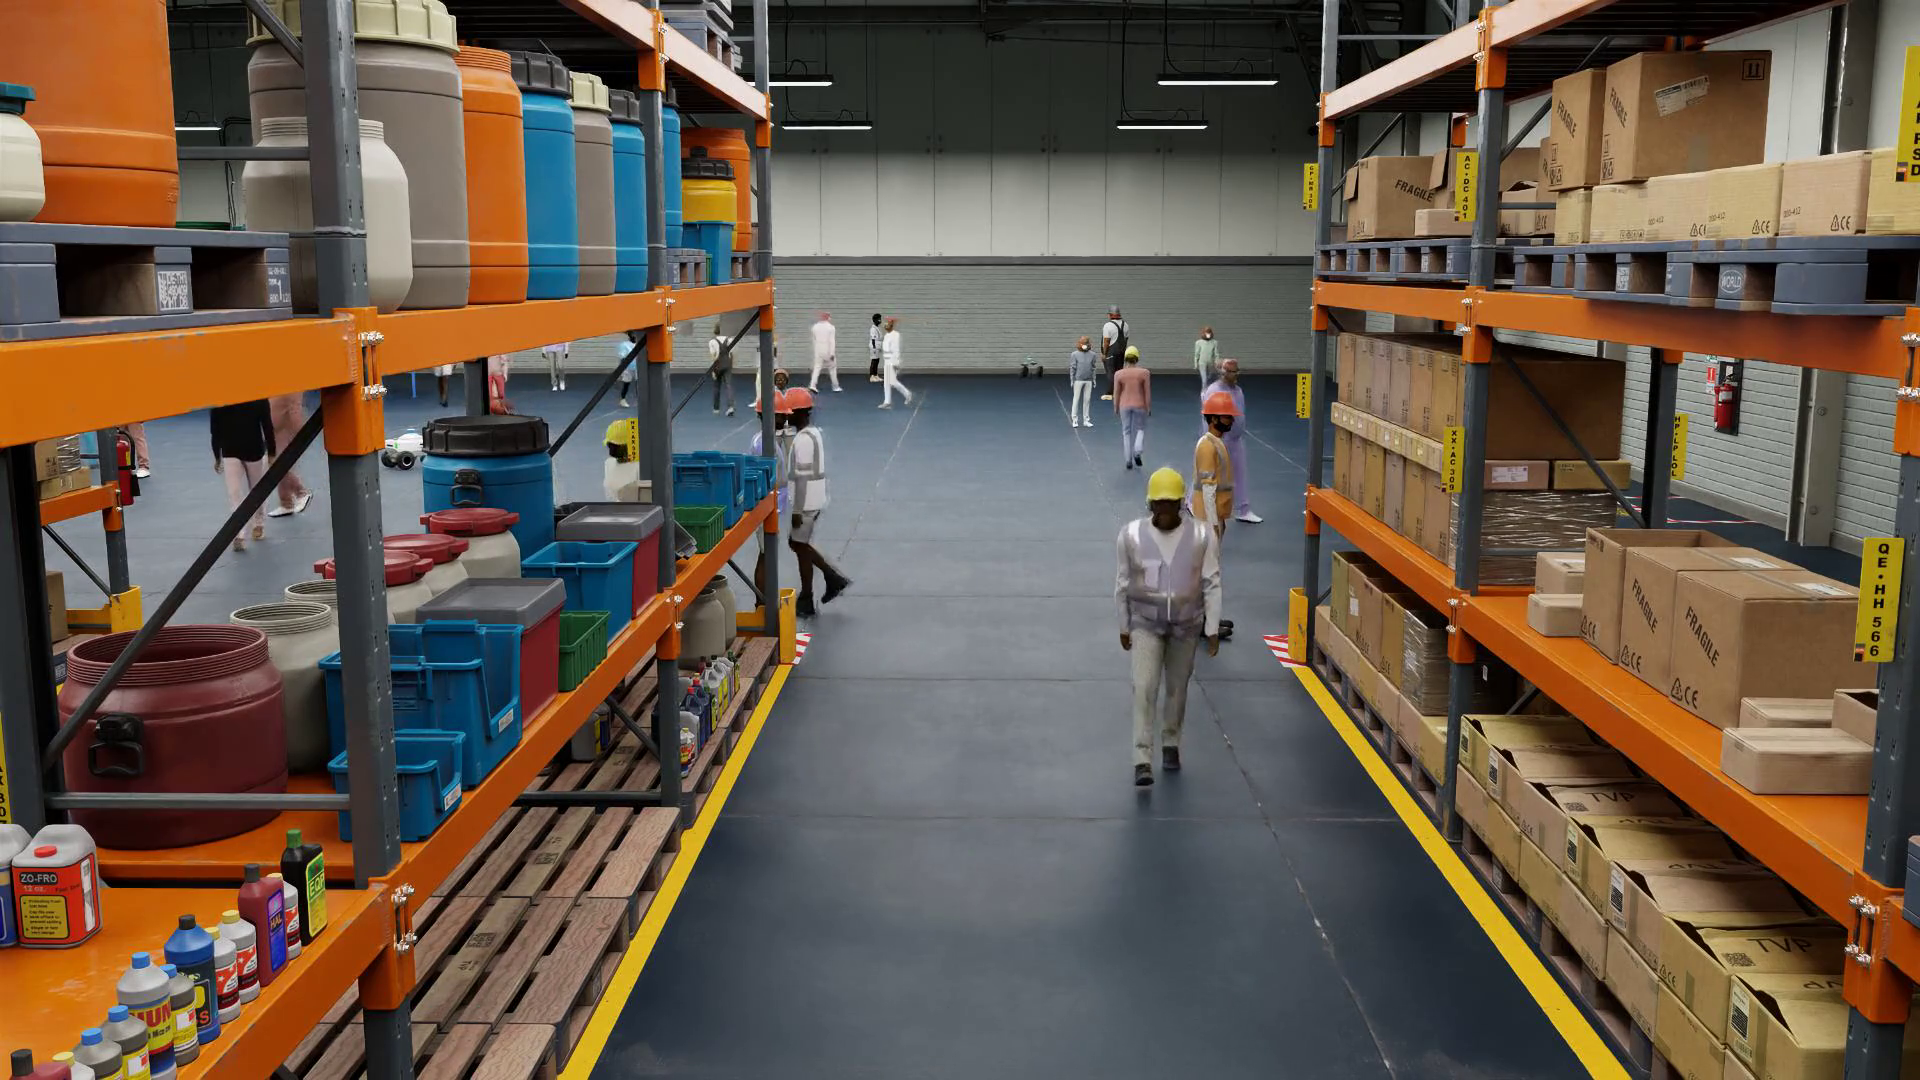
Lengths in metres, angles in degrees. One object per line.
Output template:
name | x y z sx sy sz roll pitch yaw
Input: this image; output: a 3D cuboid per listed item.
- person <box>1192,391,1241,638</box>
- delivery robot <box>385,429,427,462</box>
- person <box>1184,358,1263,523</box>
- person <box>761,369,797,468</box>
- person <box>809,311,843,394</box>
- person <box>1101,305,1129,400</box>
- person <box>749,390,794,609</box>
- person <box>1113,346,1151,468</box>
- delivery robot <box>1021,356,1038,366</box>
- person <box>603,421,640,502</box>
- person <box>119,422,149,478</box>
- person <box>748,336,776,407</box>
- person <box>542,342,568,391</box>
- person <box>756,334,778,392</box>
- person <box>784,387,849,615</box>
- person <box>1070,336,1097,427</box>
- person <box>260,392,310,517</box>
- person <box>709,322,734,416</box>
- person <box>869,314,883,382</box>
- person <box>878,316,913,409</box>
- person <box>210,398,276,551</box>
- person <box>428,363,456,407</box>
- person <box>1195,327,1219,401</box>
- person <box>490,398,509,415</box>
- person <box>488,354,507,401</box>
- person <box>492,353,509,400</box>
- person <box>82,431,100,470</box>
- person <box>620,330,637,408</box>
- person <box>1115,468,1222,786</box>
person | 2.030 -0.211 13.214 0.354 1.939 0.545 2 10 13
delivery robot | -7.955 -1.368 24.129 0.477 0.478 0.707 8 13 40
person | 3.019 -1.153 19.066 0.658 1.873 0.924 -9 13 -43
person | -2.213 -1.309 20.715 0.517 1.634 0.313 -1 10 -9
person | -3.091 -4.267 37.794 0.646 1.858 0.994 6 11 31
person | 3.293 -4.041 35.978 0.681 2.000 0.538 -8 12 -39
person | -1.508 -0.240 13.389 0.369 1.935 0.552 -2 10 -9
person | 2.482 -1.916 23.957 0.558 1.750 0.377 2 10 9
delivery robot | 1.802 -4.639 42.943 0.335 0.223 0.698 4 10 23
person | -2.622 -0.075 12.989 0.402 1.735 0.568 -9 13 -43
person | -11.473 -1.799 22.864 0.636 1.899 0.401 4 10 21
person | -3.964 -3.527 34.023 0.688 1.611 0.506 0 9 2
person | -9.318 -4.366 38.213 0.591 1.908 0.577 -1 10 -6
person | -4.343 -4.112 37.401 0.557 1.643 0.890 3 10 18
person | -1.275 -0.325 13.965 0.493 1.919 0.544 0 9 1
person | 2.223 -2.850 29.935 0.507 1.631 0.277 -3 10 -20
person | -7.924 -1.210 19.338 0.668 1.891 0.414 6 11 31
person | -4.594 -3.304 32.179 0.508 1.808 0.970 -4 10 -23
person | -2.080 -4.767 41.254 0.323 1.689 0.527 2 10 14
person | -1.338 -3.585 33.643 0.634 1.870 0.603 -5 11 -28
person | -7.502 -0.917 17.440 0.632 1.950 1.015 -3 10 -17
person | -10.732 -3.730 34.467 0.567 1.896 1.012 -2 10 -13
person | 5.214 -3.719 35.229 0.505 1.608 0.765 -2 10 -10
person | -3.661 -0.245 13.653 0.598 1.868 0.723 4 10 23
person | -8.712 -3.099 31.083 0.526 1.746 0.667 -1 10 -7
person | -10.008 -3.934 35.568 0.700 1.913 0.587 -1 10 -4
person | -12.620 -1.917 23.746 0.572 1.846 0.427 0 9 -1
person | -6.630 -3.479 33.651 0.536 1.654 0.889 -9 13 -44
person | 1.182 0.494 9.435 0.598 1.787 0.914 1 9 3
